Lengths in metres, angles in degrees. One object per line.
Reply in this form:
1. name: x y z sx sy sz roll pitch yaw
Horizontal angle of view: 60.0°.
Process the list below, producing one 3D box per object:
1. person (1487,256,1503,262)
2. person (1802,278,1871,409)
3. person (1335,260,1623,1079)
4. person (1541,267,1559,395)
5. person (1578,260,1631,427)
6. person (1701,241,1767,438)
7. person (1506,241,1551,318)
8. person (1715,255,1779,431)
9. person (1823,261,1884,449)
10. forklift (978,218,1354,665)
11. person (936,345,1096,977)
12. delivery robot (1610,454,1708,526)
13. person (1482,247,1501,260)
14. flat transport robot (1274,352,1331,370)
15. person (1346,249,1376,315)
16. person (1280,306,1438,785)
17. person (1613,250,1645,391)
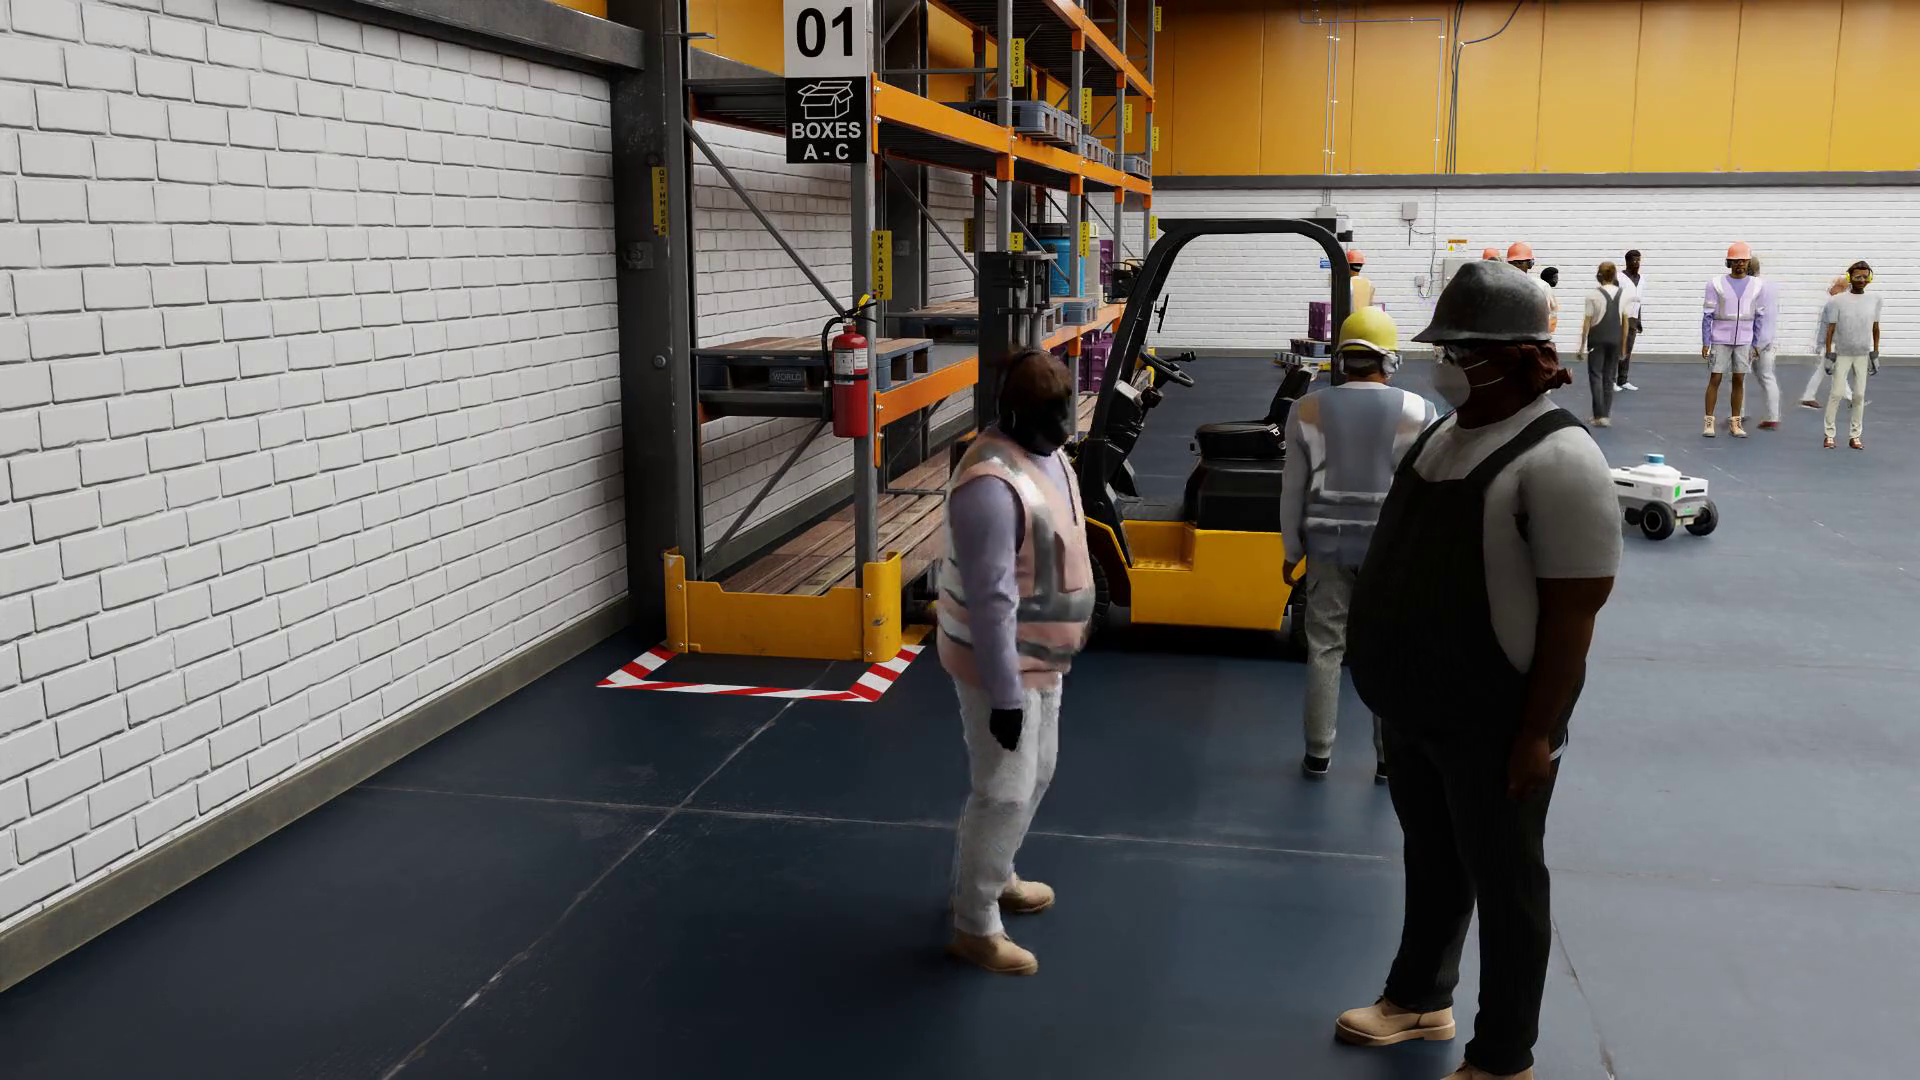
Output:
1. person: 7.338 -2.966 22.782 0.876 1.843 0.526 -5 12 -27
2. person: 10.594 -2.340 19.989 0.511 1.577 0.867 -8 13 -38
3. person: 1.199 0.353 4.012 0.538 2.000 0.684 -3 11 -16
4. person: 7.760 -2.773 22.085 0.317 1.697 0.540 5 11 23
5. person: 7.123 -2.167 18.417 0.520 1.849 0.481 -1 10 -6
6. person: 8.062 -2.082 17.357 0.607 2.044 0.370 2 10 9
7. person: 5.497 -1.920 16.466 0.613 2.043 0.374 6 12 28
8. person: 8.581 -2.121 17.996 0.735 1.886 0.705 -8 13 -37
9. person: 8.811 -1.817 16.421 0.502 1.861 0.328 2 11 10
10. forklift: 1.285 -0.567 8.635 2.313 2.155 1.214 2 11 11
11. person: 0.148 0.349 4.701 0.466 1.803 0.680 3 11 17
12. delivery robot: 4.902 -0.362 11.749 0.477 0.478 0.707 -5 11 -25
13. person: 8.000 -3.438 25.100 0.366 1.931 0.542 2 11 13
14. flat transport robot: 5.517 -2.852 26.437 0.652 0.197 1.431 -1 10 -5
15. person: 4.685 -2.494 19.901 0.548 1.937 0.379 -6 12 -28
16. person: 1.531 0.027 6.379 0.599 1.827 0.403 3 11 17
17. person: 9.067 -2.991 22.684 0.597 1.914 0.370 -6 12 -29
